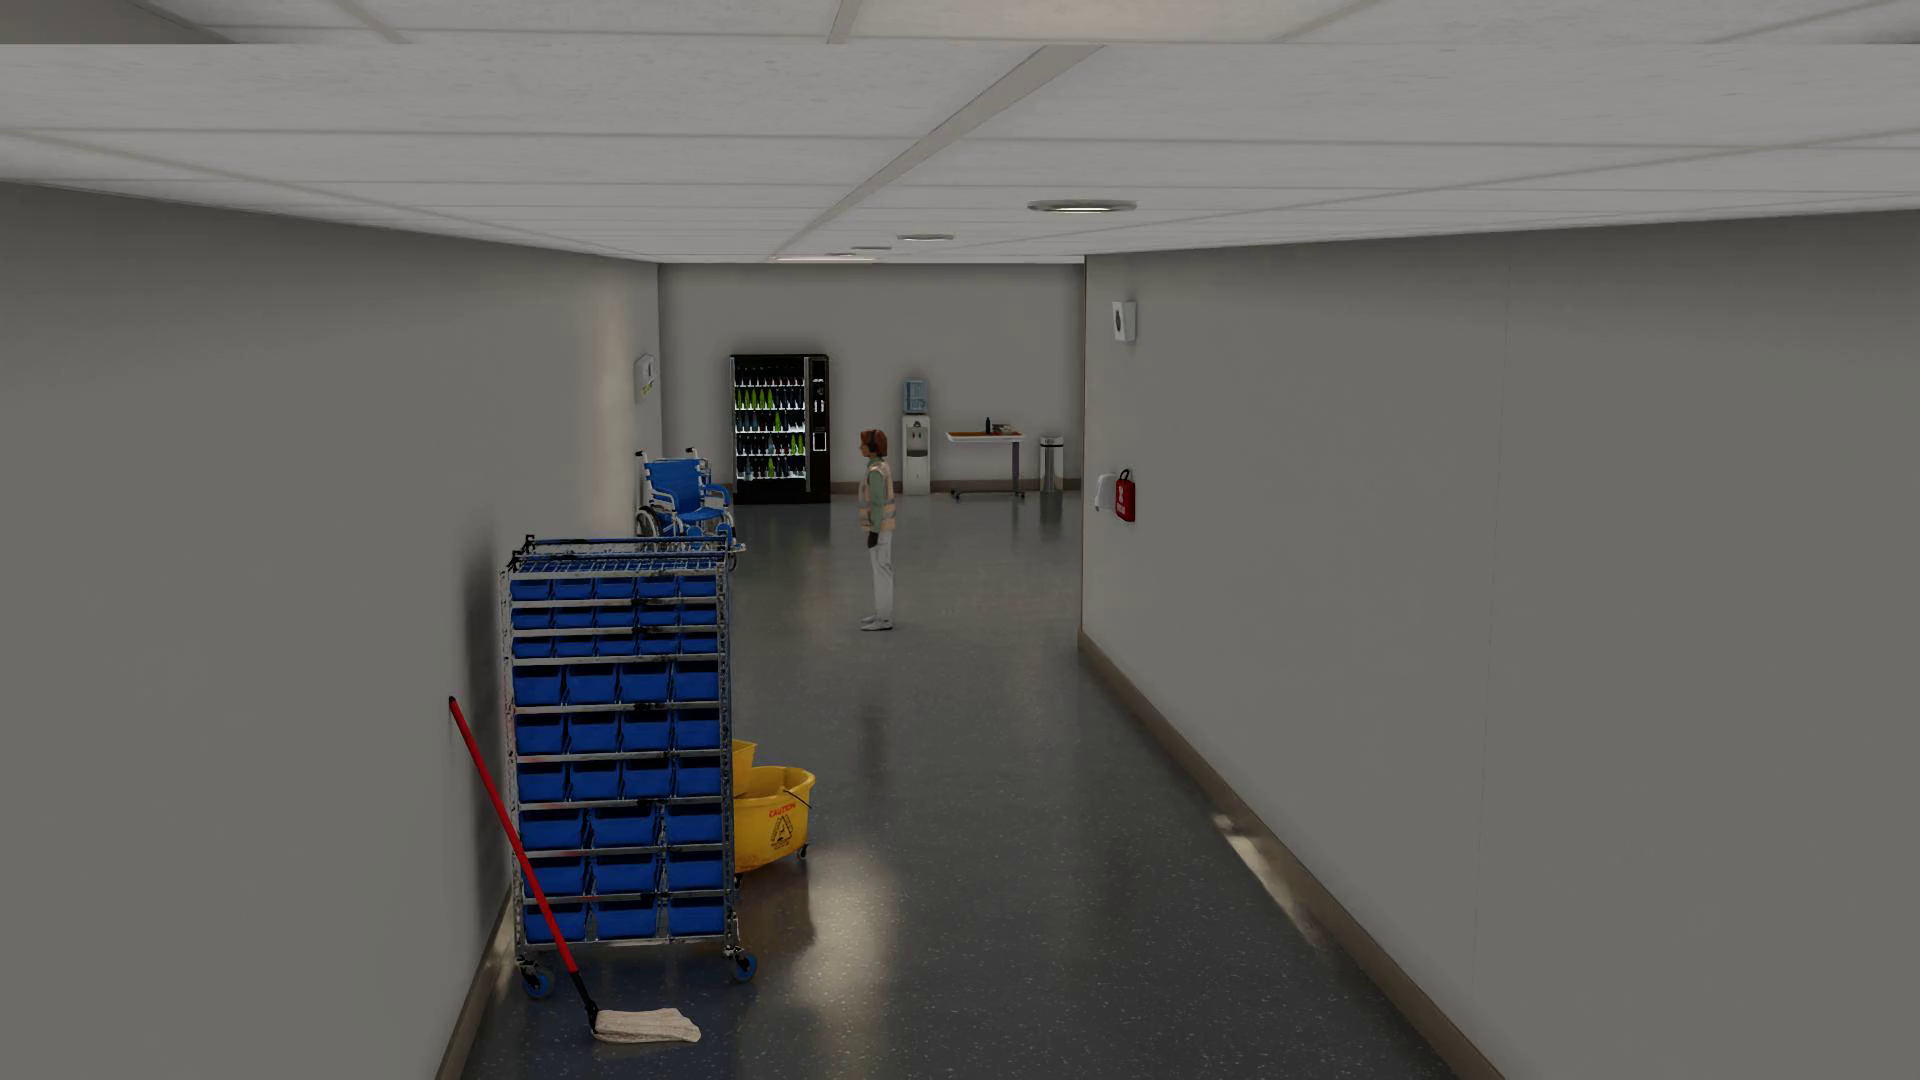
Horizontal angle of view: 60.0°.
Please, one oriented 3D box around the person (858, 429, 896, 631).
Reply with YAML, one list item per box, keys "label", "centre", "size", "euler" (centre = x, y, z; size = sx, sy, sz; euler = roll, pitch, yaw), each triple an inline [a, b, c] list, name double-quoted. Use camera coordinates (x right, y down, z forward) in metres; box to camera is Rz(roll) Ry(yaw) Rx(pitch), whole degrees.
- label: "person"
  centre: [-0.673, -0.084, 13.490]
  size: [0.315, 1.641, 0.514]
  euler: [0, 9, 1]
